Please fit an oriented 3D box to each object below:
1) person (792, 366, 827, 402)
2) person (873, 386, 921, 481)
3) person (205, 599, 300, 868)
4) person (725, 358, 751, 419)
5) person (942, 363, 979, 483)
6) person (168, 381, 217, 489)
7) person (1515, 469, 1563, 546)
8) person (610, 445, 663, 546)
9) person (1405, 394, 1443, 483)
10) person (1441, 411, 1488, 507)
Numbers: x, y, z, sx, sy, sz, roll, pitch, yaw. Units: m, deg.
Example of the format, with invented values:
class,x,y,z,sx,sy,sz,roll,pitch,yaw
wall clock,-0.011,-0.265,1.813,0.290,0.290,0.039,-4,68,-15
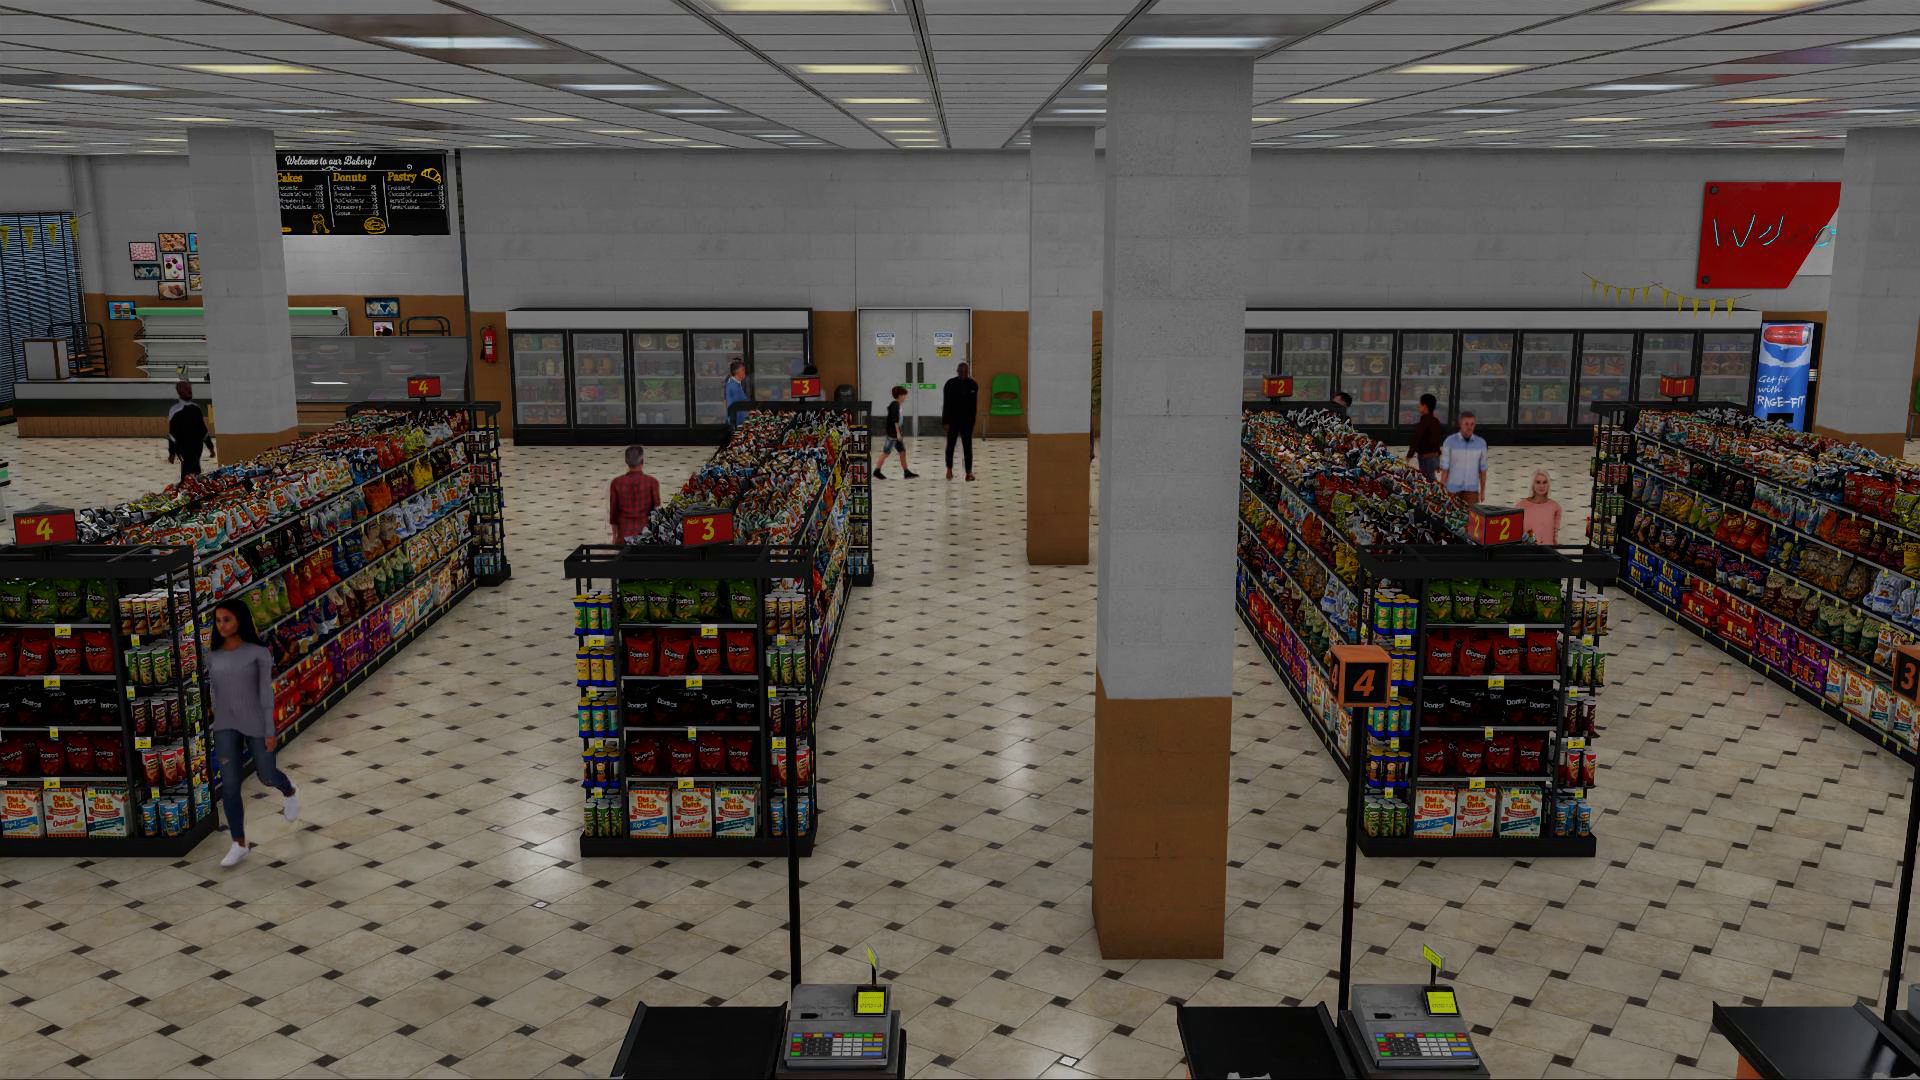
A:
class,x,y,z,sx,sy,sz,roll,pitch,yaw
person,-2.161,-1.547,23.753,0.766,1.850,0.919,2,12,11
person,-1.037,-1.589,25.000,0.737,1.417,0.909,3,12,14
person,-4.642,1.225,10.923,0.617,1.712,1.041,0,12,2
person,-3.551,-2.102,26.848,0.858,1.660,1.006,6,13,25
person,-0.036,-1.764,24.969,0.903,1.774,1.187,-2,12,-11
person,-10.429,-1.223,22.354,1.021,1.792,1.201,4,12,18
person,5.503,0.164,15.929,0.610,1.726,0.536,1,12,4
person,-3.239,-0.016,16.566,0.701,1.815,0.784,1,12,2
person,6.038,-0.936,21.146,1.126,1.729,1.157,8,14,34
person,5.833,-0.618,19.442,0.718,1.807,0.659,0,12,2
